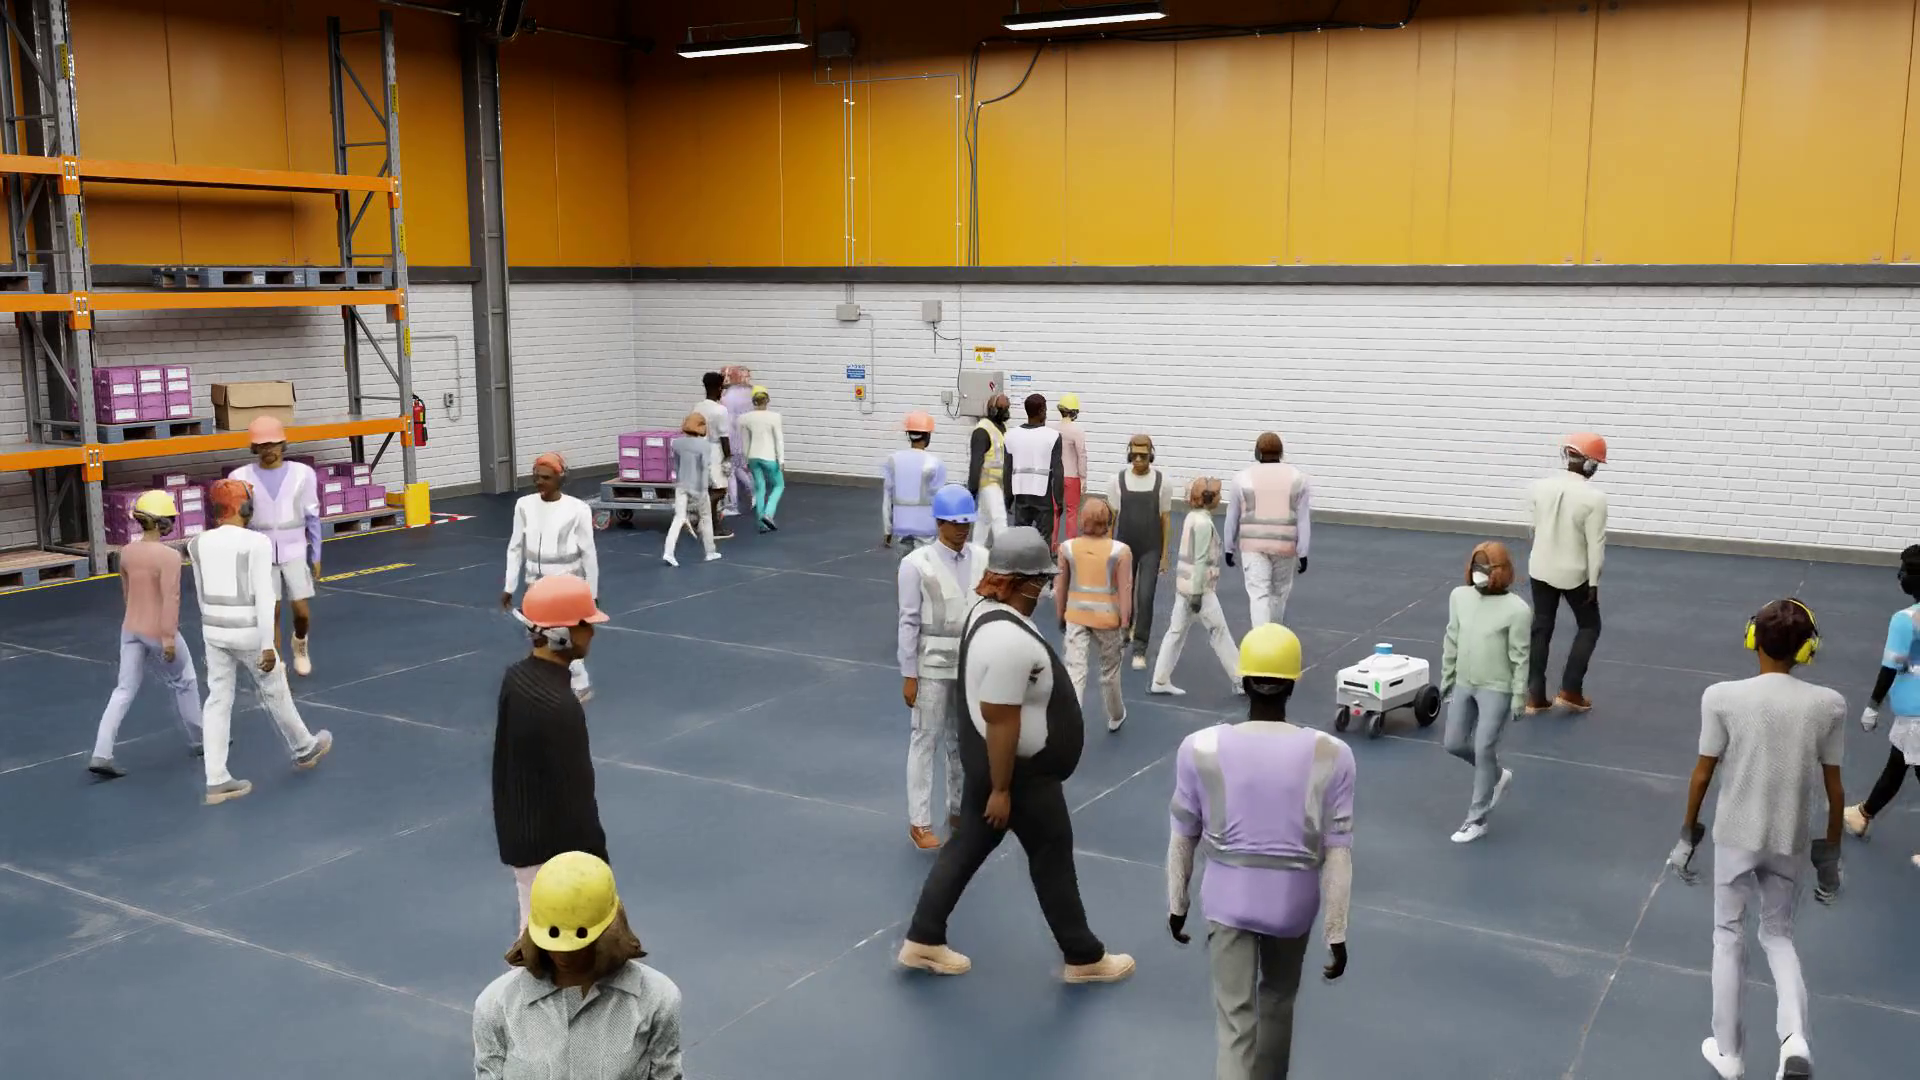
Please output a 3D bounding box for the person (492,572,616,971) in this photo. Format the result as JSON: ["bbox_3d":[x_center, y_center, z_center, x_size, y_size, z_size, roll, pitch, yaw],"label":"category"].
[{"bbox_3d":[-1.407,1.089,6.041,0.742,1.964,0.651,-5,10,-28],"label":"person"}]

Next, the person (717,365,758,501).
[{"bbox_3d":[-2.912,-1.386,21.861,0.685,1.861,0.910,-6,11,-34],"label":"person"}]

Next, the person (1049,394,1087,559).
[{"bbox_3d":[1.139,-0.662,17.607,0.533,1.767,0.326,8,12,42],"label":"person"}]

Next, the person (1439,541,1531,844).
[{"bbox_3d":[2.838,0.796,8.939,0.527,1.620,0.512,-6,11,-35],"label":"person"}]

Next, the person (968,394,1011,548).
[{"bbox_3d":[0.441,-0.567,16.890,0.864,1.803,0.652,4,10,22],"label":"person"}]

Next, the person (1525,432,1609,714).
[{"bbox_3d":[4.180,0.244,11.385,0.559,1.957,0.585,-7,12,-39],"label":"person"}]

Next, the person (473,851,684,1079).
[{"bbox_3d":[-0.879,1.554,3.876,0.484,1.735,0.311,-2,9,-12],"label":"person"}]

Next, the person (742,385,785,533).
[{"bbox_3d":[-2.283,-0.939,19.428,0.542,1.736,0.373,3,10,21],"label":"person"}]

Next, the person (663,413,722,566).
[{"bbox_3d":[-2.822,-0.531,17.334,0.503,1.592,0.831,4,10,23],"label":"person"}]

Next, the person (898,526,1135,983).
[{"bbox_3d":[0.201,0.890,7.067,1.008,2.000,0.692,-1,9,-9],"label":"person"}]

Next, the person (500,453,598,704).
[{"bbox_3d":[-2.767,0.322,11.298,0.579,1.832,0.998,4,10,23],"label":"person"}]

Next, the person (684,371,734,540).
[{"bbox_3d":[-2.868,-0.936,18.784,0.607,1.942,0.713,8,12,42],"label":"person"}]

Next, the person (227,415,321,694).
[{"bbox_3d":[-4.936,0.102,12.022,0.609,2.031,0.524,-4,10,-23],"label":"person"}]

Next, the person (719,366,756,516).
[{"bbox_3d":[-2.786,-1.228,20.753,0.506,1.890,0.664,3,9,16],"label":"person"}]

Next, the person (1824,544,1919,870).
[{"bbox_3d":[4.845,0.838,8.565,0.550,1.647,0.872,-6,11,-32],"label":"person"}]

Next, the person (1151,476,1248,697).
[{"bbox_3d":[1.778,0.347,11.848,0.871,1.593,0.539,-1,9,-4],"label":"person"}]

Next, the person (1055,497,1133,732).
[{"bbox_3d":[0.862,0.527,10.706,0.533,1.596,0.867,3,10,18],"label":"person"}]

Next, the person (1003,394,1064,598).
[{"bbox_3d":[0.684,-0.405,15.543,0.588,1.915,0.398,4,10,23],"label":"person"}]

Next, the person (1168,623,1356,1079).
[{"bbox_3d":[0.998,1.211,5.579,0.603,1.882,0.979,1,9,8],"label":"person"}]

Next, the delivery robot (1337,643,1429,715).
[{"bbox_3d":[2.828,0.936,11.112,0.477,0.478,0.707,9,13,44],"label":"delivery robot"}]

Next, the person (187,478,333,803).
[{"bbox_3d":[-4.175,0.551,9.807,0.591,1.835,0.987,2,9,15],"label":"person"}]

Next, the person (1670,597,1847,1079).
[{"bbox_3d":[2.949,1.139,6.108,0.552,1.847,0.522,1,9,7],"label":"person"}]

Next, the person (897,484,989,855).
[{"bbox_3d":[-0.051,0.666,8.755,0.615,1.945,0.404,-7,11,-36],"label":"person"}]

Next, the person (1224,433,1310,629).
[{"bbox_3d":[2.385,0.060,13.001,0.645,1.791,0.992,1,9,4],"label":"person"}]

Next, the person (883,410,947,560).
[{"bbox_3d":[-0.335,-0.109,13.687,0.572,1.916,0.484,5,10,27],"label":"person"}]

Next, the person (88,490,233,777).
[{"bbox_3d":[-4.951,0.559,10.143,0.535,1.725,0.925,4,10,25],"label":"person"}]

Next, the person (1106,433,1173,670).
[{"bbox_3d":[1.391,0.065,12.927,0.511,1.825,0.686,1,9,8],"label":"person"}]
